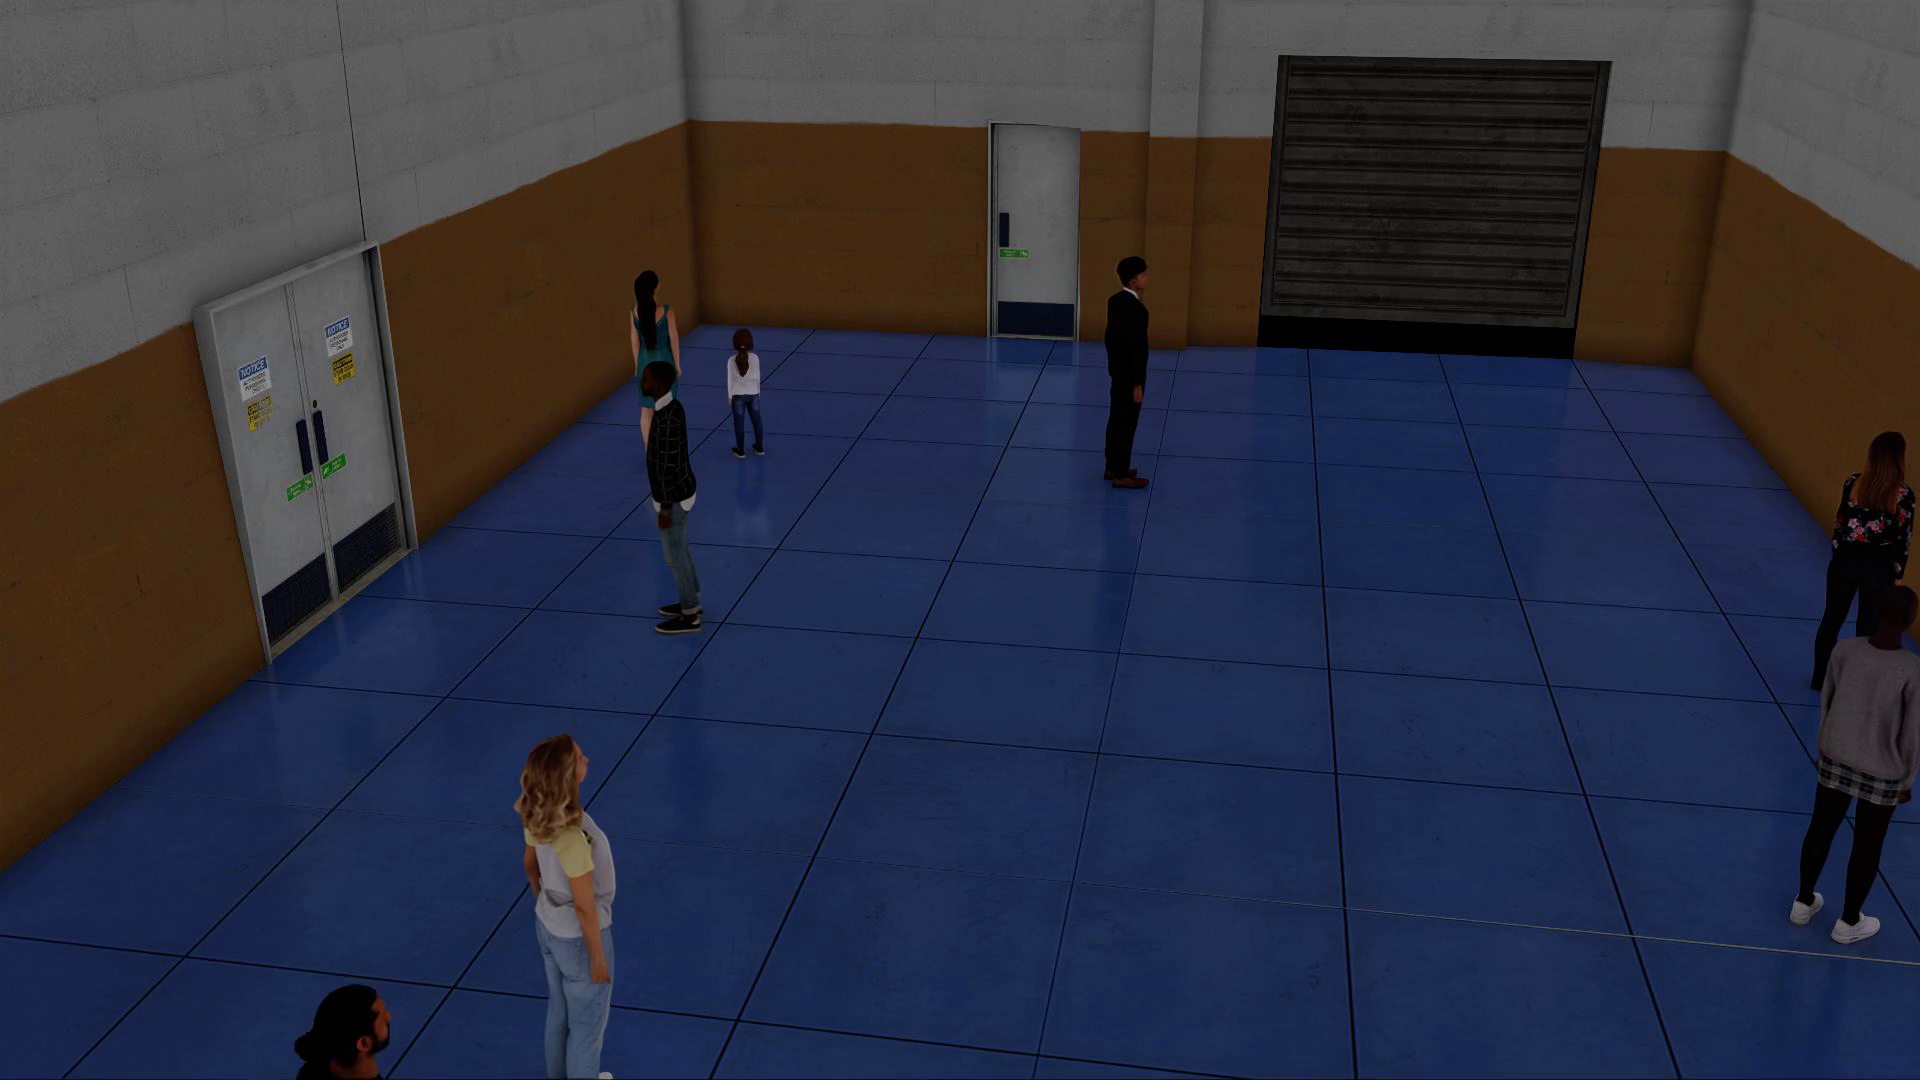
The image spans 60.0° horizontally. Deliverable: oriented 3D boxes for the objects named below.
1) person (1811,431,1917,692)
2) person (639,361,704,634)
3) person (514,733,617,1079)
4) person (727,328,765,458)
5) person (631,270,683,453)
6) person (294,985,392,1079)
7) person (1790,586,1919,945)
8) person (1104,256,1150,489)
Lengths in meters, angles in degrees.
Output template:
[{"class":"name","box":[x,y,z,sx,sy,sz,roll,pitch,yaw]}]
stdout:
[{"class":"person","box":[5.397,0.149,9.929,0.708,1.680,0.629,-18,28,-38]},{"class":"person","box":[-1.854,-0.286,10.824,0.675,1.819,0.718,-3,22,-9]},{"class":"person","box":[-1.501,1.524,6.428,0.768,1.722,0.690,-17,27,-36]},{"class":"person","box":[-1.839,-1.270,14.224,0.517,1.110,0.584,-11,24,-25]},{"class":"person","box":[-2.522,-1.413,13.806,0.456,1.687,0.626,1,22,3]},{"class":"person","box":[-1.797,2.125,4.926,0.865,1.743,0.897,15,27,33]},{"class":"person","box":[4.138,1.021,7.634,0.754,1.772,0.683,-16,27,-35]},{"class":"person","box":[1.334,-1.358,13.407,0.719,1.882,0.776,-6,23,-14]}]
